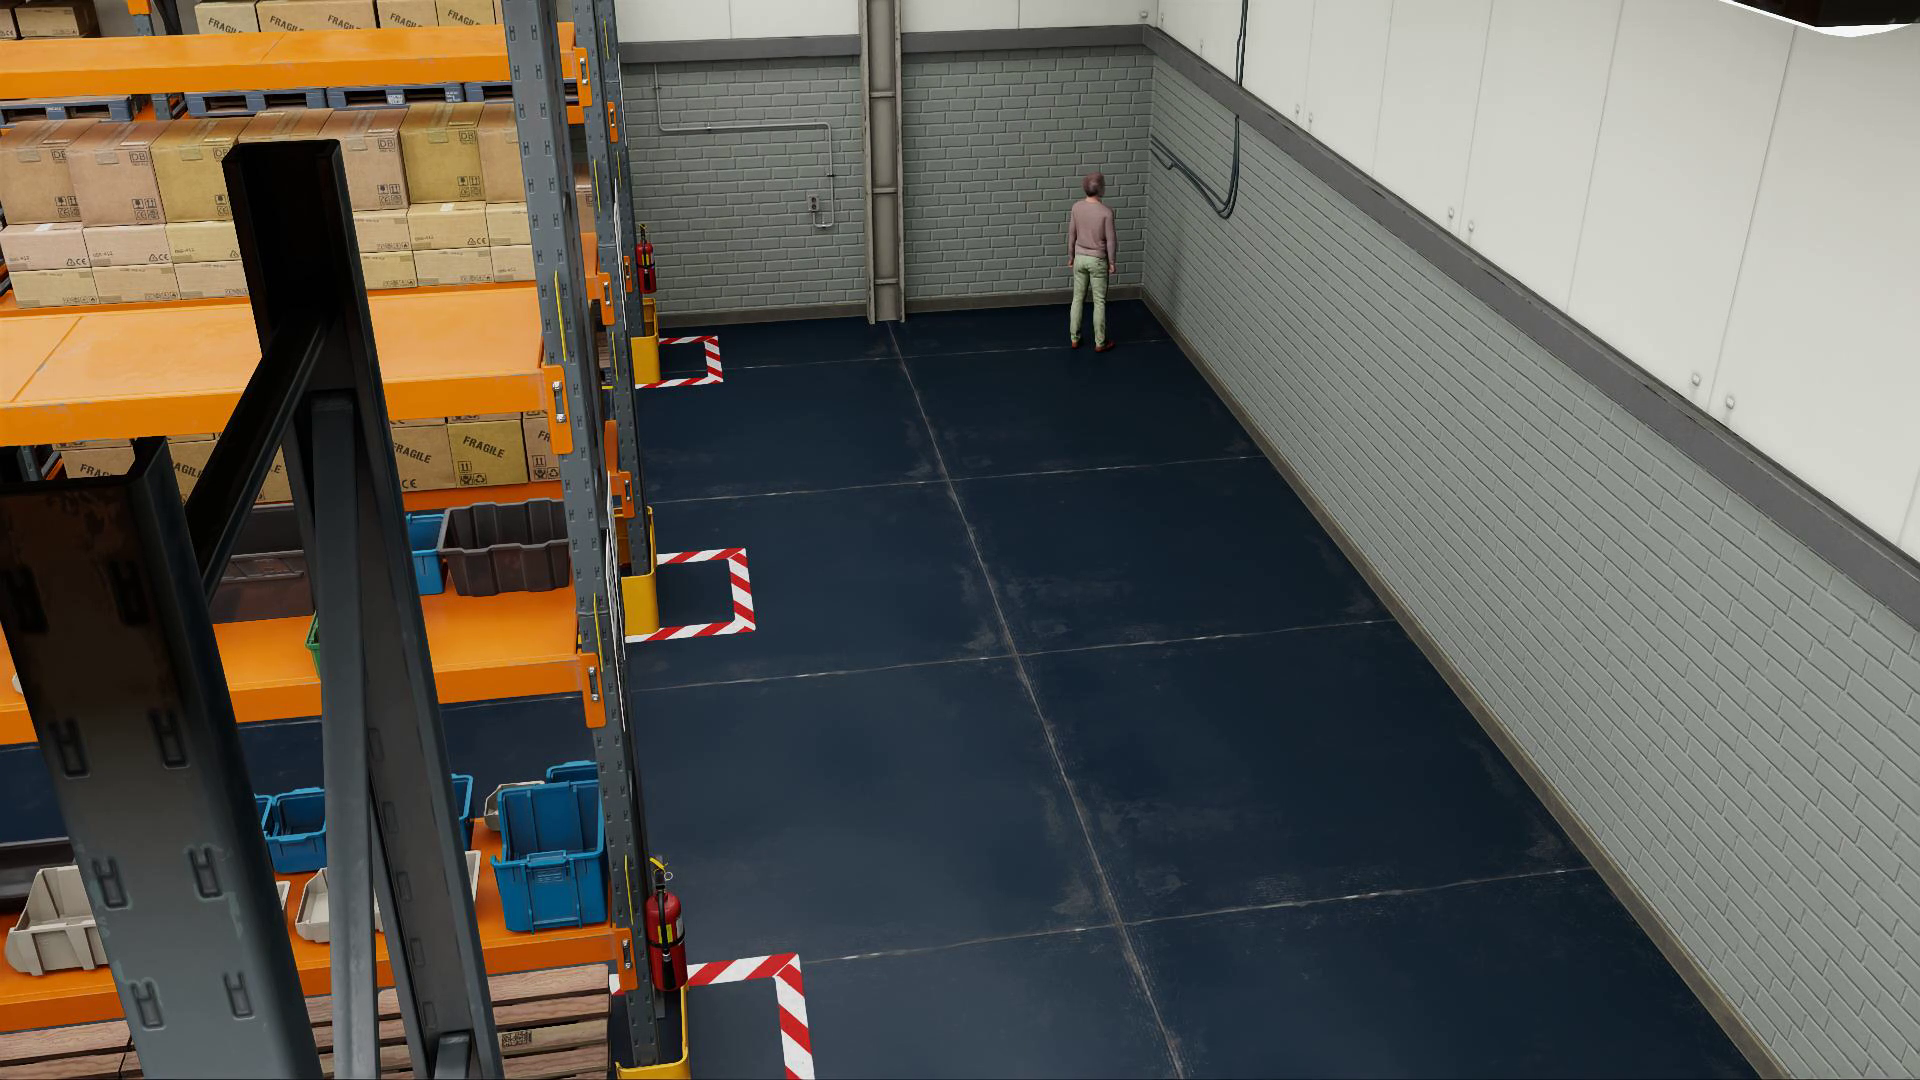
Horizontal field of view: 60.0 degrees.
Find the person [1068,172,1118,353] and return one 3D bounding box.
[{"bbox_3d":[1.365,-2.889,17.332,0.738,1.869,0.832,13,31,23],"label":"person"}]
